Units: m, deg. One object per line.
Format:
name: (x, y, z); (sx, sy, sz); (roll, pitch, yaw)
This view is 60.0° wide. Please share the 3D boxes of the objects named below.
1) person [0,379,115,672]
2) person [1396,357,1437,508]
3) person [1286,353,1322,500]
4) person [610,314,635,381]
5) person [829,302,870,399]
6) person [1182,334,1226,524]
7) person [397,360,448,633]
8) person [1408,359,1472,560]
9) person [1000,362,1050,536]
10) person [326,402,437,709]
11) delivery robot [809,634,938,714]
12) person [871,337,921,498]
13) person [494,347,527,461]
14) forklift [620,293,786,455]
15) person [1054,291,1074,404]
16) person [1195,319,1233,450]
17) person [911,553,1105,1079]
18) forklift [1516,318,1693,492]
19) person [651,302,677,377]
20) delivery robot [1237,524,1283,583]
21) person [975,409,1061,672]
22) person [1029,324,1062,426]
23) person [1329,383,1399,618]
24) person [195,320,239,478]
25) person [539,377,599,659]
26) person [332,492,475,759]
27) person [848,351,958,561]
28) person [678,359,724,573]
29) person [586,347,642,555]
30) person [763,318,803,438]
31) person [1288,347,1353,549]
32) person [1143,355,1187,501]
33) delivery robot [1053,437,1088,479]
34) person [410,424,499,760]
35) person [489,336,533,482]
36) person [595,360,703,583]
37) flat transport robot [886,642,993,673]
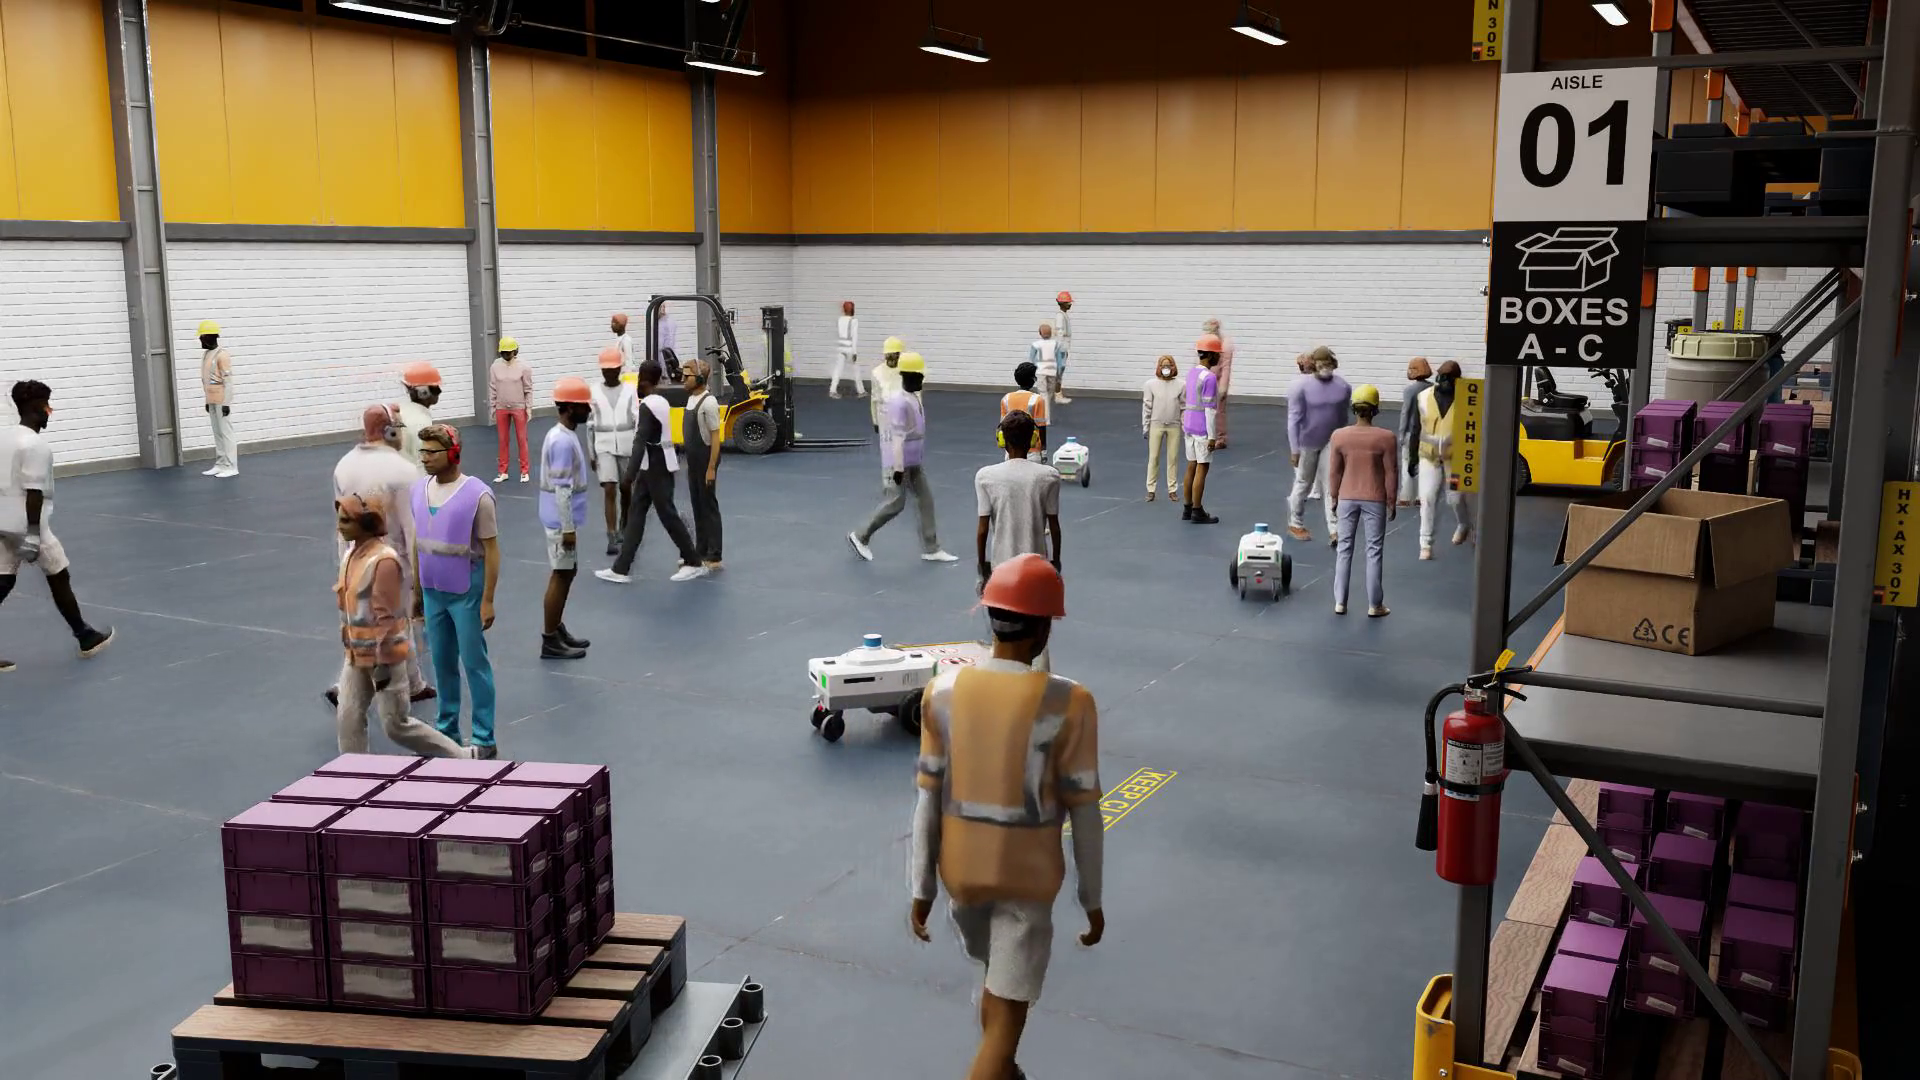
person: (-6.169, -0.100, 11.015); (0.646, 1.901, 1.022); (6, 12, 31)
person: (4.933, -1.159, 17.971); (0.510, 1.633, 0.302); (-5, 11, -27)
person: (3.833, -1.240, 18.408); (0.514, 1.640, 0.315); (-5, 11, -29)
person: (-4.828, -2.301, 23.845); (0.338, 1.883, 0.583); (-4, 11, -22)
person: (-2.137, -3.582, 31.422); (0.593, 1.838, 0.976); (8, 13, 40)
person: (2.491, -1.126, 16.942); (0.394, 1.930, 0.539); (-3, 10, -16)
person: (-3.872, -0.299, 11.963); (0.480, 1.984, 0.640); (-5, 11, -28)
person: (4.418, -0.746, 15.083); (0.660, 1.811, 0.765); (5, 11, 27)
person: (0.633, -0.878, 16.155); (0.532, 1.697, 0.319); (8, 12, 38)
person: (-3.432, 0.128, 9.828); (0.654, 1.879, 0.887); (6, 12, 32)
delivery robot: (-0.501, 0.785, 9.557); (0.707, 0.478, 0.477); (-3, 10, -17)
person: (-0.726, -1.417, 18.952); (0.588, 1.809, 0.815); (0, 10, 2)
person: (-5.959, -1.863, 22.041); (0.497, 1.632, 0.289); (2, 10, 12)
forklift: (-3.588, -2.317, 23.042); (2.313, 2.155, 1.214); (-1, 10, -5)
person: (1.895, -3.515, 30.410); (0.378, 2.045, 0.605); (1, 10, 7)
person: (3.465, -2.127, 22.981); (0.656, 1.835, 0.962); (8, 13, 39)
person: (0.091, 1.001, 4.820); (0.563, 1.888, 1.000); (5, 11, 25)
forklift: (7.066, -1.601, 18.899); (2.313, 2.155, 1.214); (5, 11, 27)
person: (-5.273, -3.264, 29.366); (0.664, 1.906, 0.402); (9, 13, 41)
delivery robot: (2.431, 0.112, 13.451); (0.477, 0.478, 0.707); (2, 10, 12)
person: (0.339, 0.181, 9.546); (0.507, 1.865, 0.329); (0, 10, -1)
person: (1.324, -2.649, 26.648); (0.541, 1.599, 0.807); (-3, 10, -19)
person: (3.046, -0.296, 12.575); (0.525, 1.772, 0.305); (5, 11, 27)
person: (-9.124, -1.729, 20.414); (0.384, 1.928, 0.588); (-10, 14, -44)
person: (-2.656, -0.147, 11.318); (0.457, 1.920, 0.552); (-1, 10, -9)
person: (-2.778, 0.557, 8.082); (0.516, 1.615, 0.696); (9, 13, 43)
person: (-0.511, -0.734, 14.769); (0.923, 1.894, 0.598); (3, 10, 15)
person: (-2.239, -0.641, 14.353); (0.331, 1.844, 0.520); (-6, 11, -31)
person: (-3.191, -0.857, 15.478); (0.562, 1.894, 0.982); (-2, 10, -11)
person: (-2.770, -2.409, 24.679); (0.801, 1.822, 0.629); (1, 10, 6)
person: (3.360, -0.867, 15.542); (0.655, 1.875, 1.037); (-2, 10, -10)
person: (2.272, -1.235, 18.403); (0.507, 1.632, 0.265); (0, 10, 1)
delivery robot: (1.319, -0.977, 19.756); (0.477, 0.478, 0.707); (2, 10, 12)
person: (-2.715, 0.290, 8.961); (0.571, 1.843, 0.373); (5, 11, 28)
person: (-5.380, -1.560, 19.927); (0.523, 1.760, 0.325); (0, 10, 3)
person: (-2.605, -0.565, 13.917); (0.910, 1.855, 0.578); (-2, 10, -13)
flat transport robot: (0.020, 0.855, 10.241); (0.652, 0.197, 1.431); (-3, 10, -18)
